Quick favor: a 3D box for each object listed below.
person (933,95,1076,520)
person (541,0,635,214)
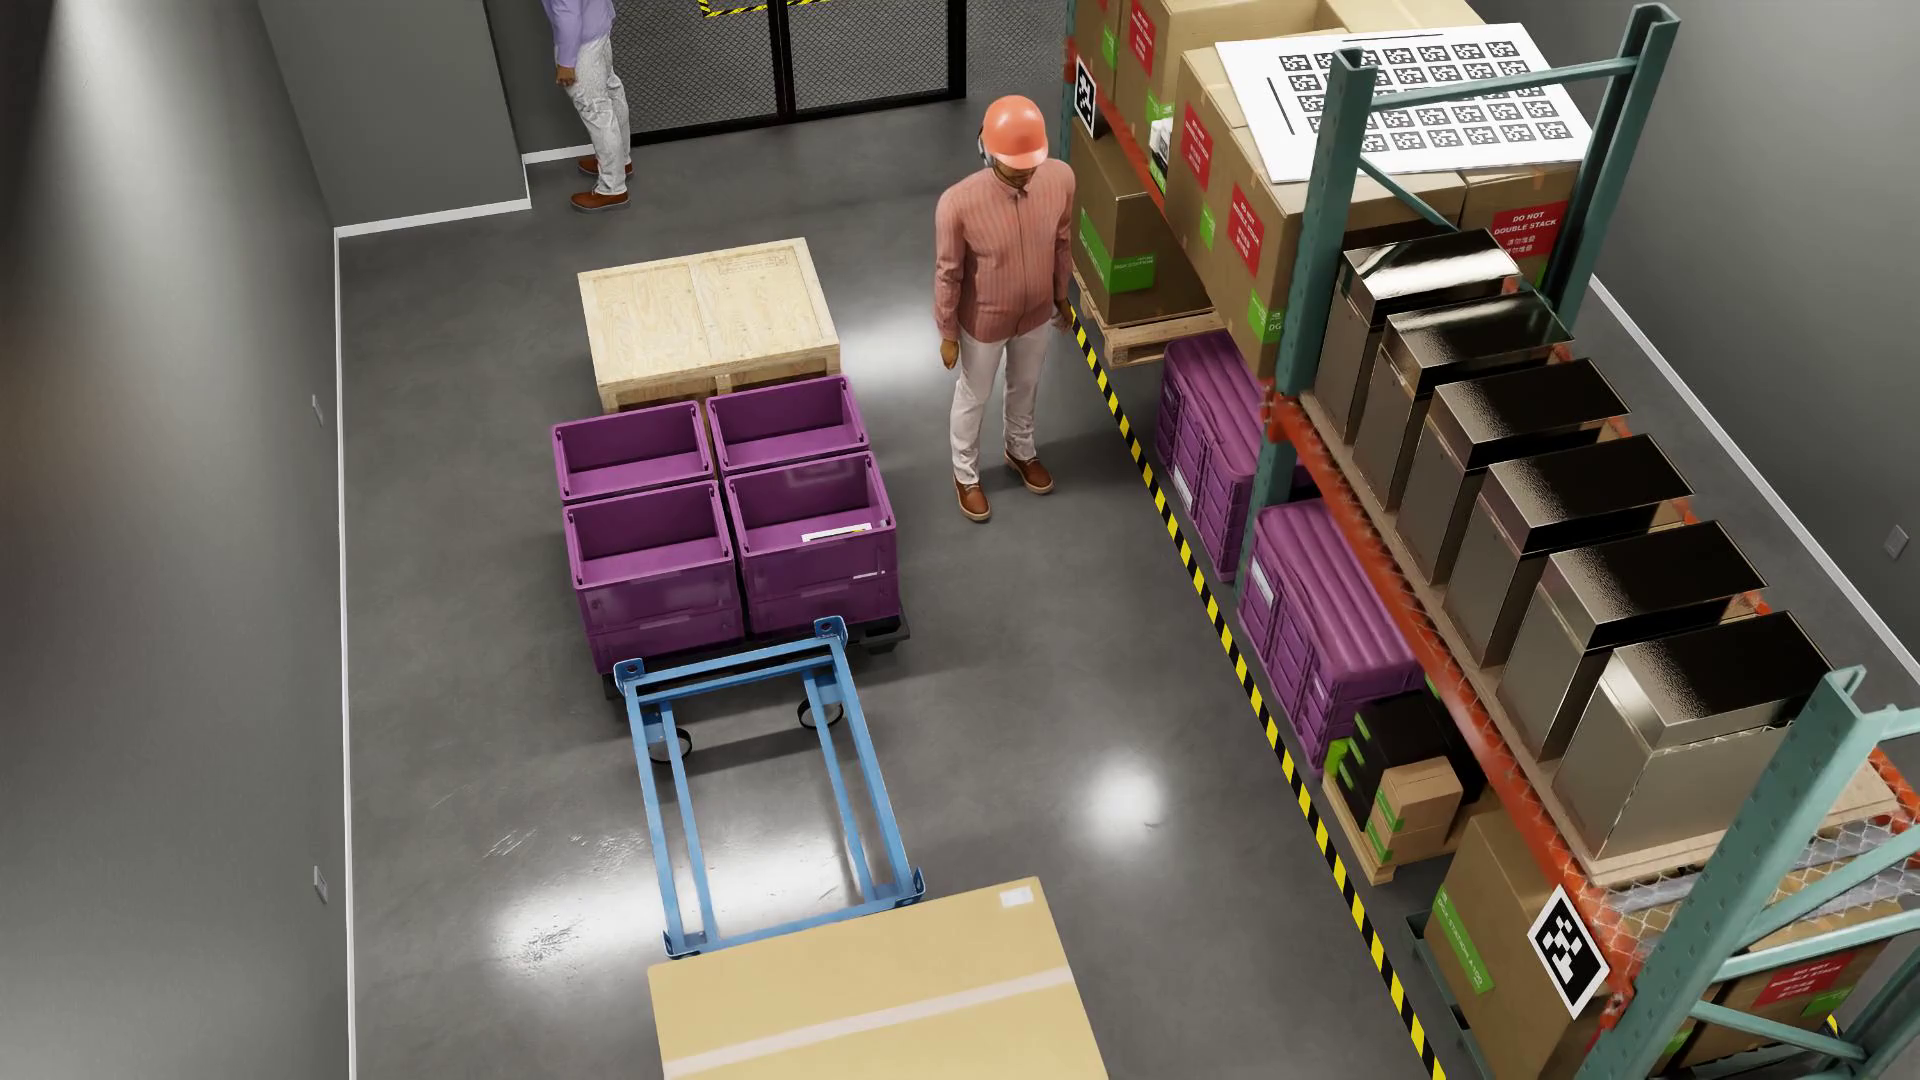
[{"bbox_3d":[0.191,-0.912,6.686,0.623,1.992,0.392,-22,51,-19],"label":"person"},{"bbox_3d":[-1.884,-2.511,8.196,0.373,1.935,0.630,1,47,1],"label":"person"}]
